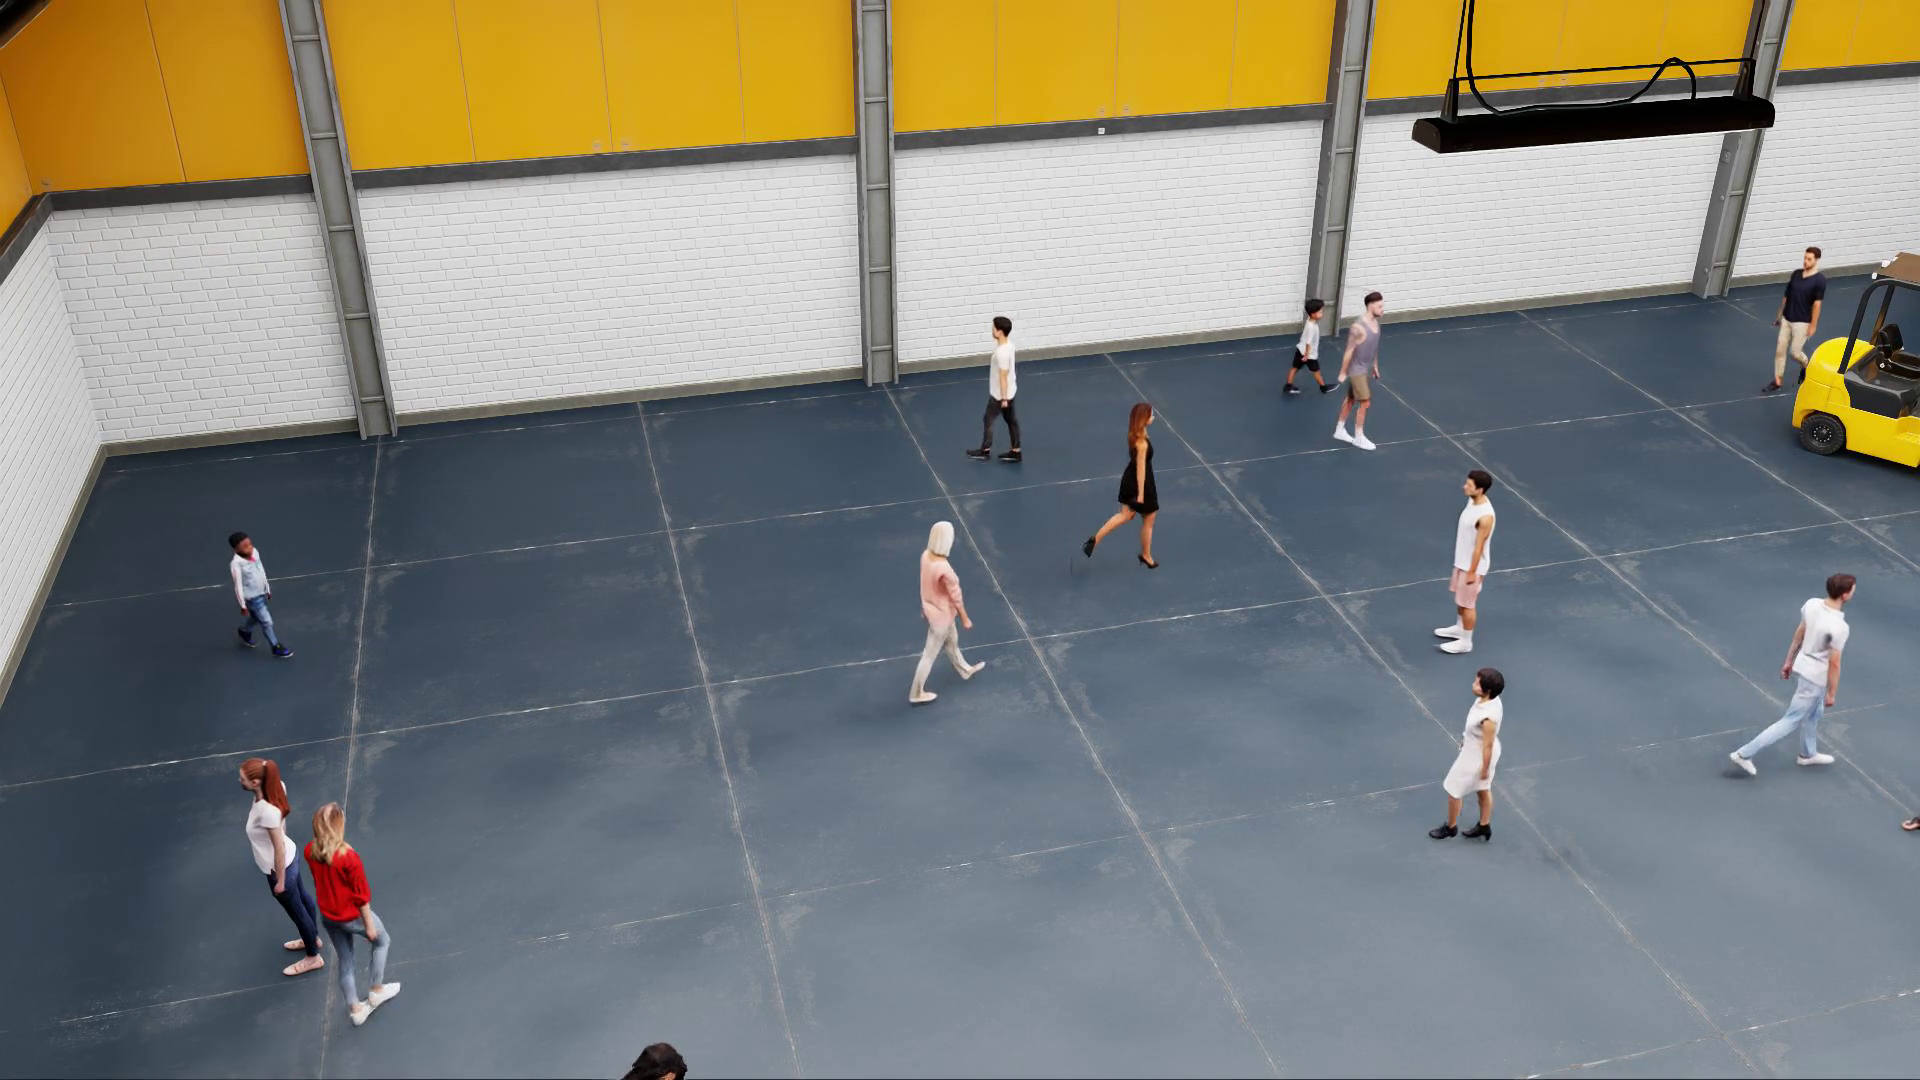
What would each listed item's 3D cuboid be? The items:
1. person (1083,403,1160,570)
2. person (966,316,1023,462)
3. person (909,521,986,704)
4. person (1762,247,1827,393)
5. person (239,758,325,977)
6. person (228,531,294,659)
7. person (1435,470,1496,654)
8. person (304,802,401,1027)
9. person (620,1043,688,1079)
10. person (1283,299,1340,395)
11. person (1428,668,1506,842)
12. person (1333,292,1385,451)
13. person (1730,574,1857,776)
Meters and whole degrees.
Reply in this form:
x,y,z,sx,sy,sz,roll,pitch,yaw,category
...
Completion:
x,y,z,sx,sy,sz,roll,pitch,yaw,category
1.632,-0.486,16.138,1.031,1.811,0.607,-5,29,-10,person
0.554,-1.643,18.375,0.990,1.701,0.874,7,29,13,person
-0.253,0.663,14.162,1.094,1.687,0.775,-14,31,-24,person
10.166,-2.661,20.094,0.905,1.842,0.751,-14,32,-24,person
-4.590,2.192,11.304,0.515,1.739,0.559,-7,29,-12,person
-6.398,0.469,14.976,0.910,1.247,0.750,8,30,14,person
4.604,0.186,14.937,0.677,1.782,0.709,2,29,3,person
-4.038,2.489,10.807,0.740,1.694,0.821,10,30,17,person
-1.748,3.396,9.261,0.526,1.582,0.694,1,29,1,person
4.138,-2.308,20.098,0.921,1.217,0.635,-1,29,-2,person
3.995,1.643,12.521,0.816,1.538,0.751,11,30,19,person
4.383,-1.934,18.635,0.938,1.823,0.885,23,36,35,person
6.675,1.106,13.214,1.234,1.817,0.827,-2,29,-3,person
